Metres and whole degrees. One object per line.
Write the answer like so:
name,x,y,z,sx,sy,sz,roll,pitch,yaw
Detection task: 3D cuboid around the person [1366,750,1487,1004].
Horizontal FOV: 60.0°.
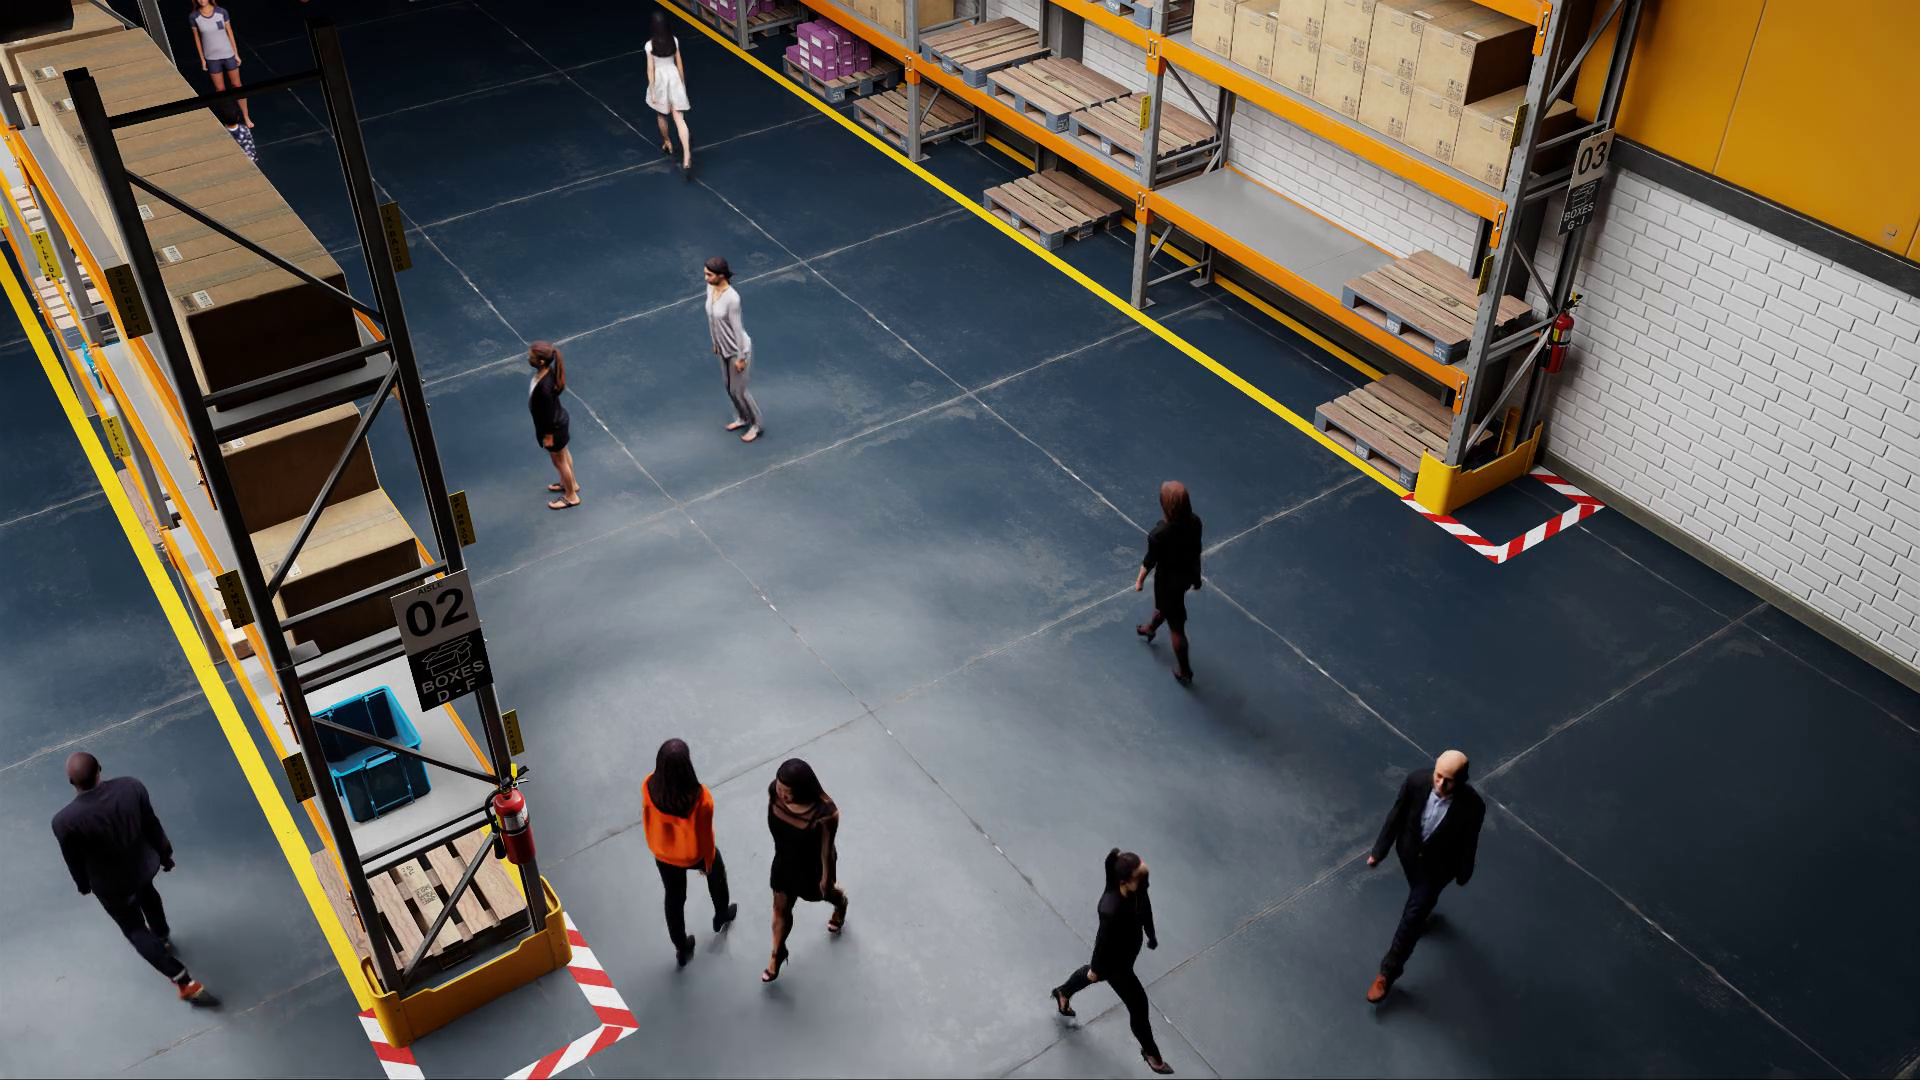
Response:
person,2.812,1.847,9.931,1.211,1.759,0.939,29,47,31

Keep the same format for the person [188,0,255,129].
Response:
person,-8.591,-5.611,19.290,0.630,1.732,0.596,-16,41,-19

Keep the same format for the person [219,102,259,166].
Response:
person,-7.682,-4.093,17.776,0.491,1.250,0.512,-25,45,-28

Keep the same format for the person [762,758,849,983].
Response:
person,-0.875,1.882,9.950,0.994,1.679,0.942,21,43,24

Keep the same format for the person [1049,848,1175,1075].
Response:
person,0.823,2.321,9.411,1.165,1.666,0.906,20,43,23

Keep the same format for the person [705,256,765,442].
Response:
person,-1.934,-1.661,14.324,0.670,1.757,0.530,-29,47,-31

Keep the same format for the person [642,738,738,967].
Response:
person,-1.676,1.914,9.868,0.848,1.732,0.901,8,39,10

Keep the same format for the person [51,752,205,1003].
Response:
person,-4.835,1.993,9.721,1.194,1.792,0.946,22,44,25

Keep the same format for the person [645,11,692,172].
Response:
person,-3.199,-4.932,18.437,0.724,1.736,1.217,-17,41,-20

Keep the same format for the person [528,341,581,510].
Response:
person,-3.328,-0.965,13.615,0.690,1.555,0.608,-5,39,-6

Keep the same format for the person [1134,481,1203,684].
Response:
person,1.587,0.367,11.852,0.593,1.673,0.914,-23,44,-26
